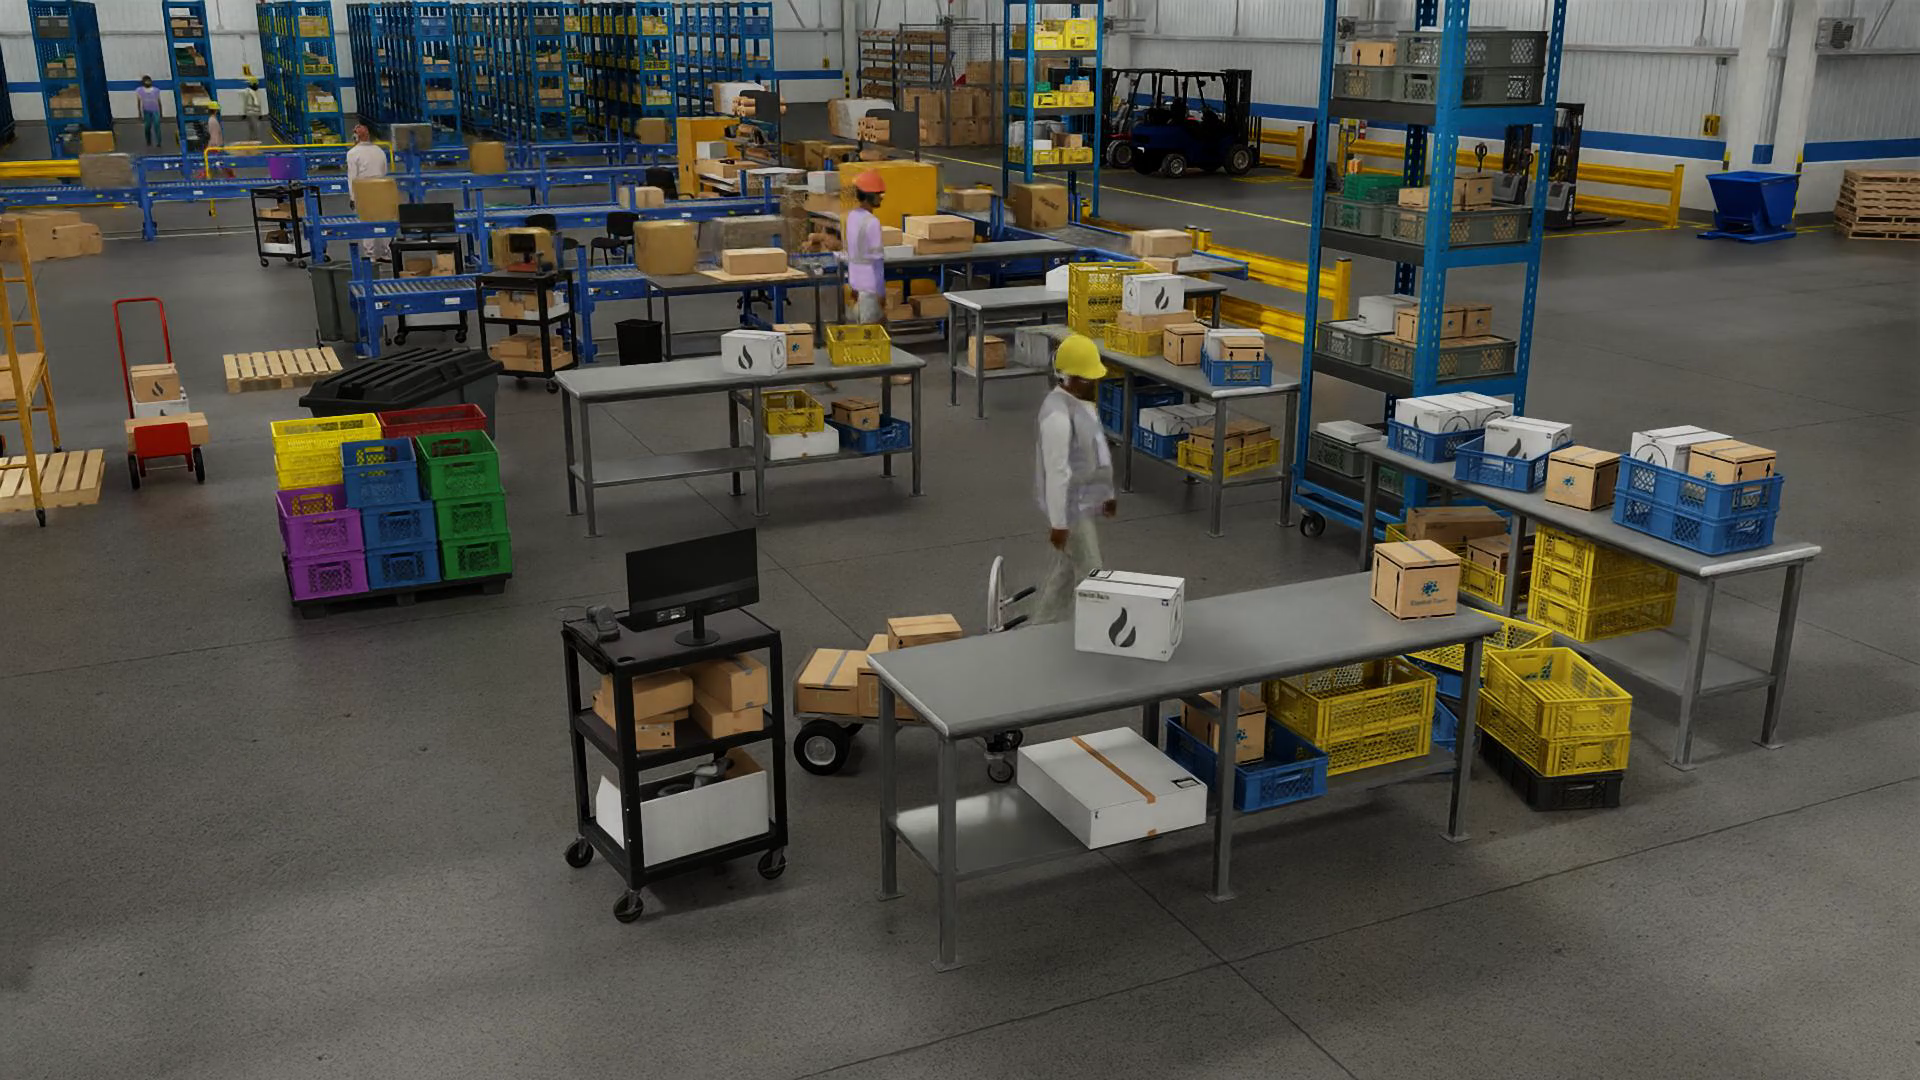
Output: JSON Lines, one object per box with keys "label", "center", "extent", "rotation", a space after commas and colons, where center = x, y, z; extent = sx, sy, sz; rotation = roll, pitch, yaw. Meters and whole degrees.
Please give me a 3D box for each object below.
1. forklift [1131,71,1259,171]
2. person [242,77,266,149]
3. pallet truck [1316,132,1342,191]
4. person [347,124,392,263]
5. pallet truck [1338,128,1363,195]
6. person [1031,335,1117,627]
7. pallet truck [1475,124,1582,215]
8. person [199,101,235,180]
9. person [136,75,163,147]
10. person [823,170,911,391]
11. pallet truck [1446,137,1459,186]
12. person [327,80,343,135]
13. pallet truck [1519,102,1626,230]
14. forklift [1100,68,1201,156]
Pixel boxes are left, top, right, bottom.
{"label": "forklift", "center": [4.998, -8.936, 35.413], "extent": [2.680, 1.987, 1.157], "rotation": [-9, 20, -25]}
{"label": "person", "center": [-17.977, -10.890, 42.418], "extent": [0.719, 1.788, 0.609], "rotation": [1, 18, 4]}
{"label": "pallet truck", "center": [7.723, -7.504, 32.656], "extent": [1.601, 1.201, 0.680], "rotation": [-8, 19, -23]}
{"label": "person", "center": [-8.146, -4.740, 22.874], "extent": [0.399, 1.899, 0.636], "rotation": [9, 20, 25]}
{"label": "pallet truck", "center": [7.845, -7.140, 31.411], "extent": [1.522, 1.261, 0.704], "rotation": [-9, 20, -25]}
{"label": "person", "center": [0.616, -0.199, 8.723], "extent": [0.608, 1.799, 0.641], "rotation": [4, 18, 13]}
{"label": "pallet truck", "center": [9.707, -6.455, 28.103], "extent": [1.885, 1.965, 0.823], "rotation": [-7, 19, -20]}
{"label": "person", "center": [-14.514, -7.673, 32.408], "extent": [0.926, 1.729, 0.532], "rotation": [-6, 19, -19]}
{"label": "person", "center": [-20.971, -11.106, 43.062], "extent": [0.574, 1.811, 0.751], "rotation": [-11, 21, -31]}
{"label": "person", "center": [-0.898, -2.342, 15.132], "extent": [0.930, 2.014, 0.620], "rotation": [-7, 19, -21]}
{"label": "pallet truck", "center": [9.184, -6.485, 29.328], "extent": [1.630, 1.274, 0.653], "rotation": [-8, 19, -23]}
{"label": "person", "center": [-17.697, -12.381, 46.812], "extent": [0.433, 1.981, 0.629], "rotation": [-14, 22, -37]}
{"label": "pallet truck", "center": [9.972, -6.037, 26.785], "extent": [1.885, 1.965, 0.823], "rotation": [-9, 20, -25]}
{"label": "forklift", "center": [4.082, -9.564, 37.410], "extent": [2.680, 1.987, 1.157], "rotation": [-8, 19, -23]}
